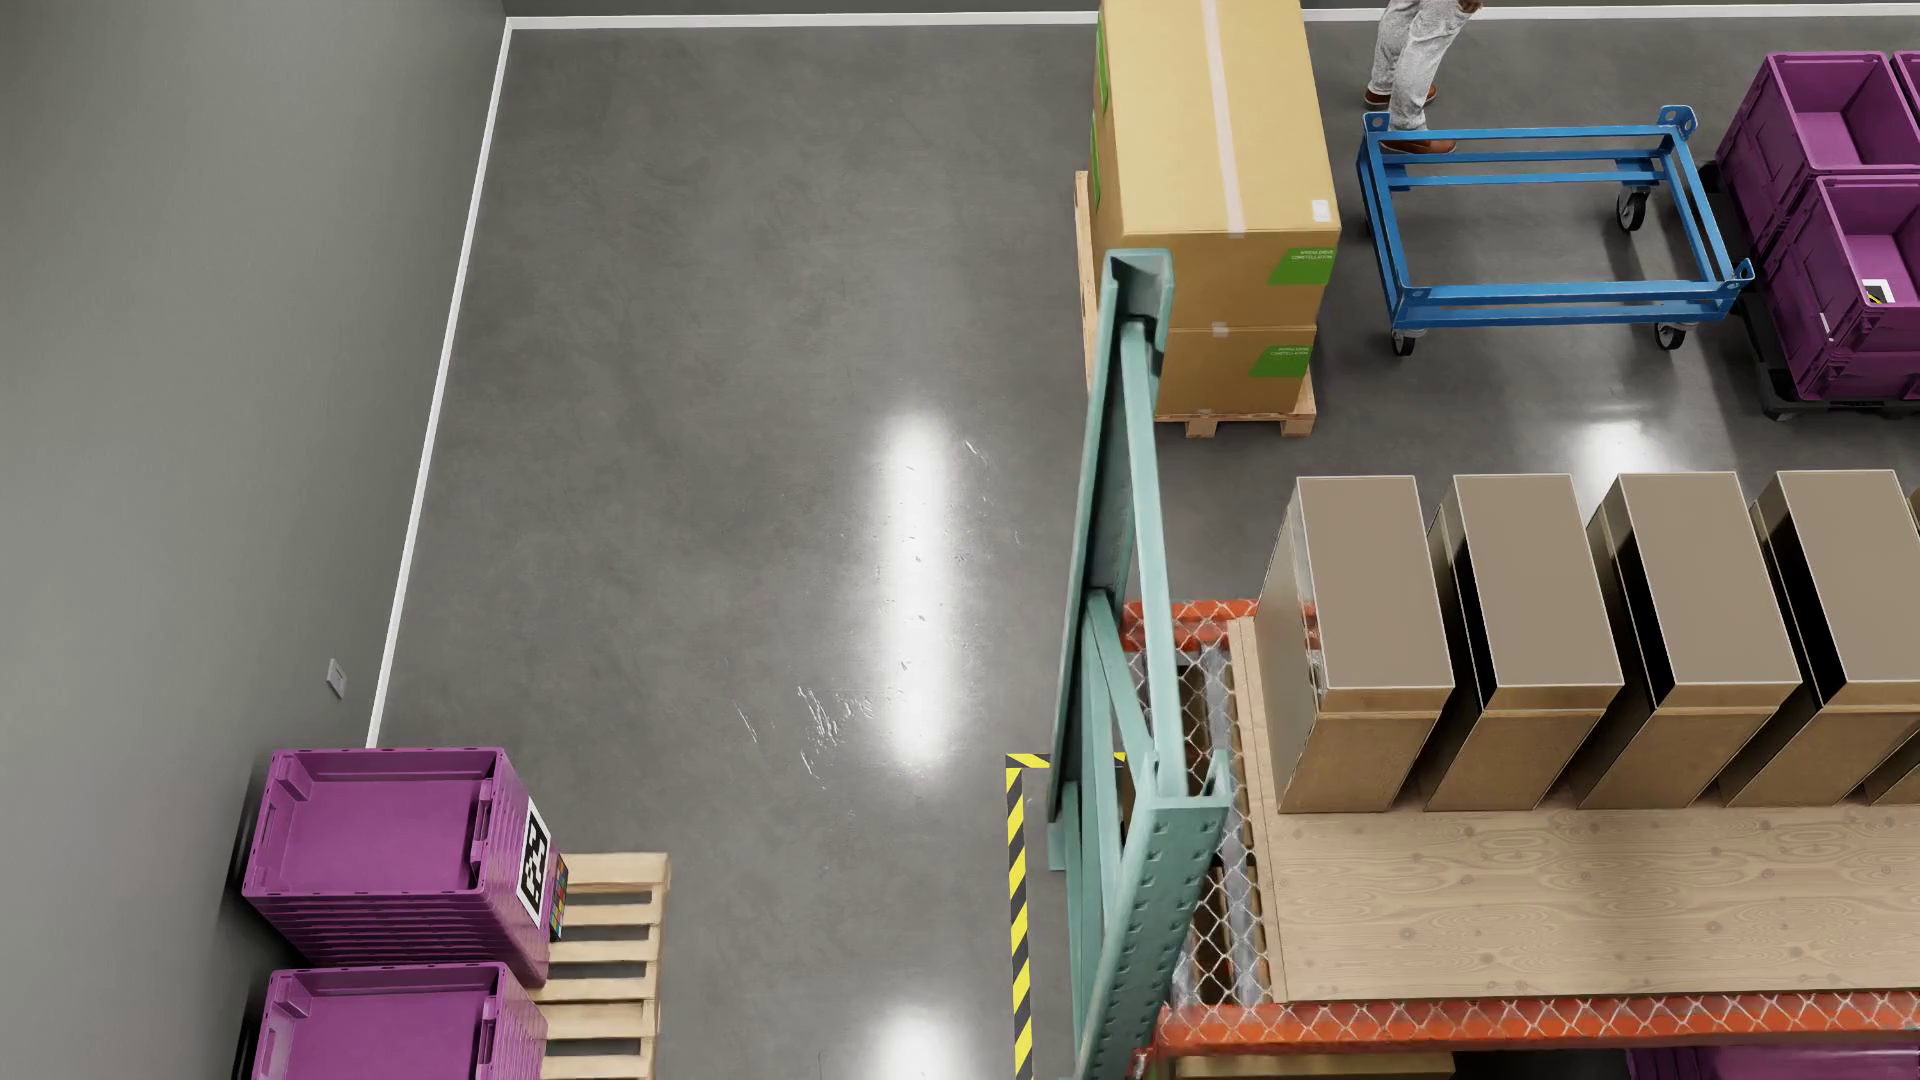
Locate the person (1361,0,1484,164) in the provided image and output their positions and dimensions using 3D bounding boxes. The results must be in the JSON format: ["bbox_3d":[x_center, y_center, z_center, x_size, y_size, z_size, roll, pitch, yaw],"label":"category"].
[{"bbox_3d":[1.826,-2.233,6.072,0.362,1.939,0.636,-3,58,-2],"label":"person"}]
